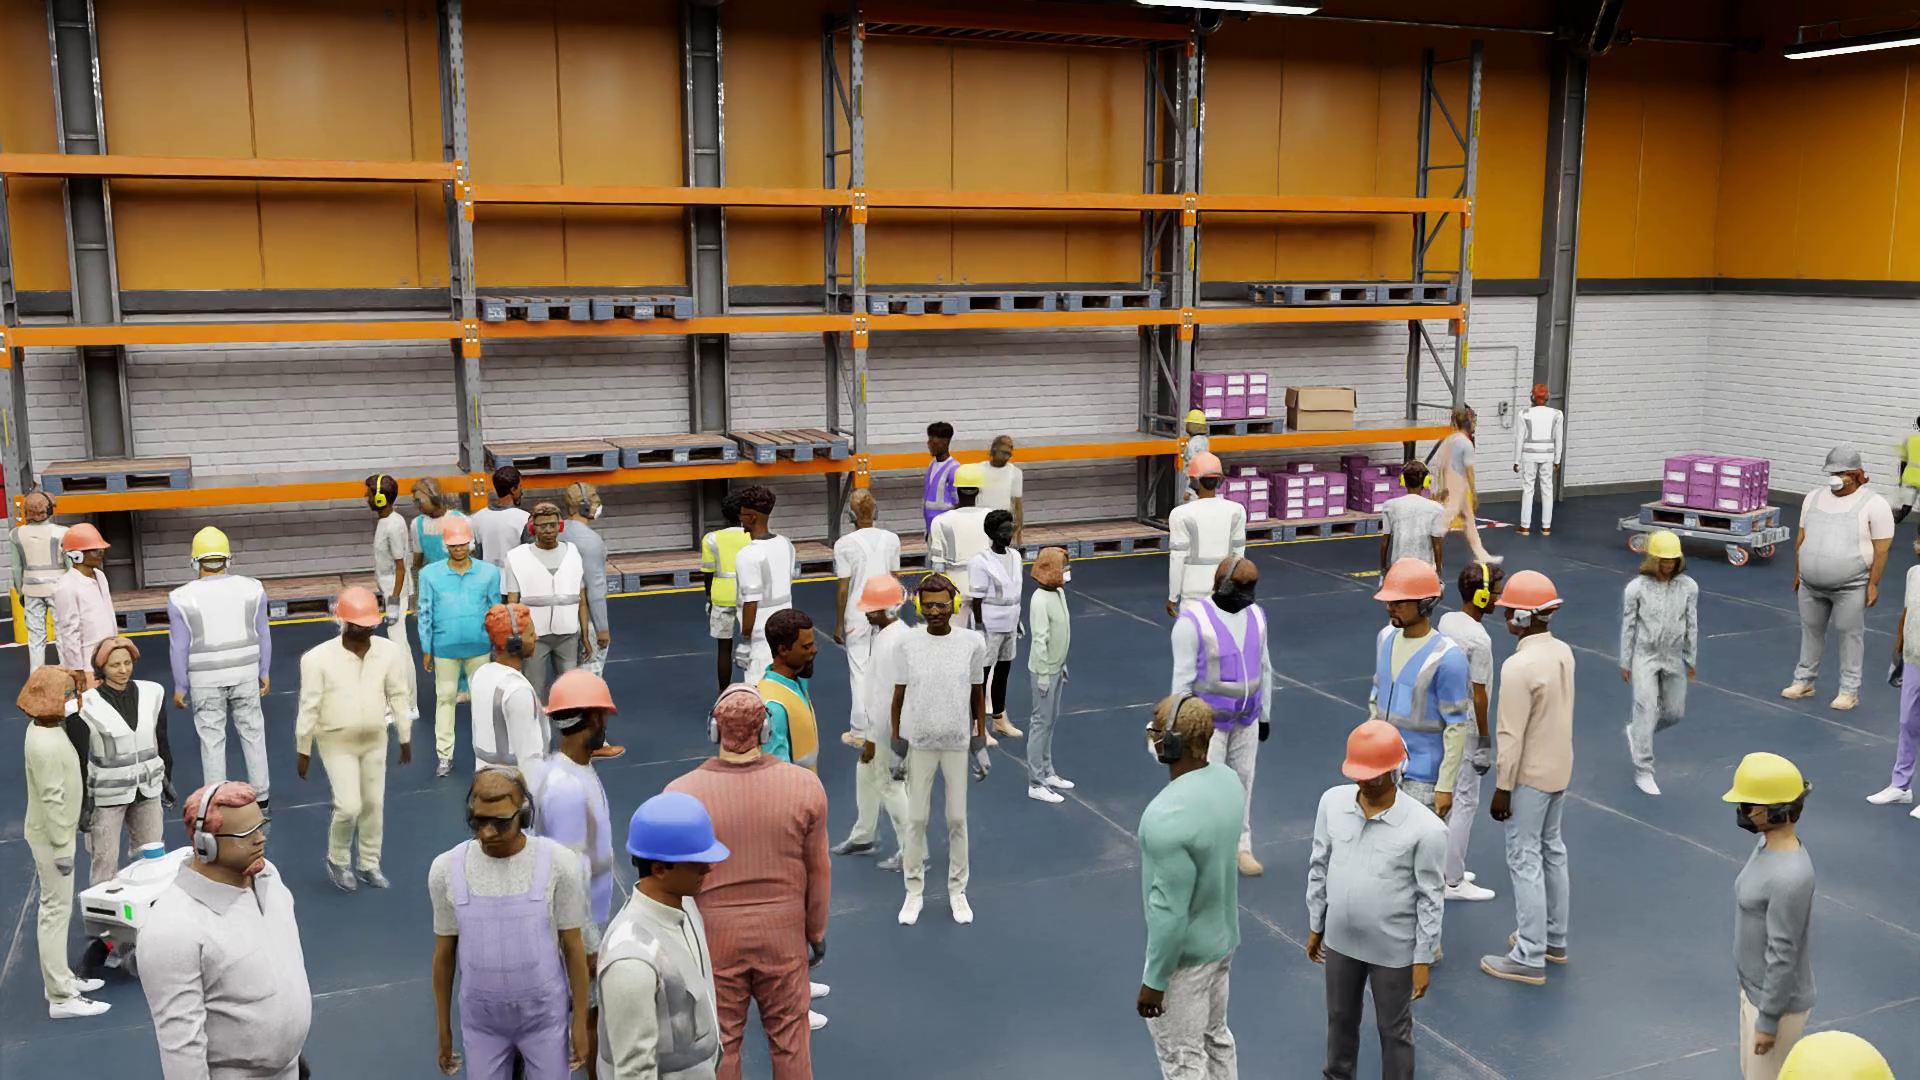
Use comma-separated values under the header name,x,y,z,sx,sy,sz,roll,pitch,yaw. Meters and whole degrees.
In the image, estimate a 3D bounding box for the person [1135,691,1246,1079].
name,x,y,z,sx,sy,sz,roll,pitch,yaw
person,0.825,1.500,6.065,0.369,1.938,0.630,6,12,31

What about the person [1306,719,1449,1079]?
name,x,y,z,sx,sy,sz,roll,pitch,yaw
person,1.575,1.533,6.419,0.563,1.746,0.337,9,13,42

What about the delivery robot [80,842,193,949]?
name,x,y,z,sx,sy,sz,roll,pitch,yaw
delivery robot,-4.014,1.755,8.311,0.477,0.478,0.707,3,10,18

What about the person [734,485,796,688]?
name,x,y,z,sx,sy,sz,roll,pitch,yaw
person,-1.314,0.610,11.110,0.373,1.966,0.607,4,11,23

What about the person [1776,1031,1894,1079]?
name,x,y,z,sx,sy,sz,roll,pitch,yaw
person,1.738,1.956,3.622,0.624,1.874,0.721,2,10,14

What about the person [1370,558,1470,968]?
name,x,y,z,sx,sy,sz,roll,pitch,yaw
person,2.180,1.092,8.112,0.396,2.042,0.611,-4,11,-23

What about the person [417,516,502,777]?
name,x,y,z,sx,sy,sz,roll,pitch,yaw
person,-3.343,0.704,11.180,0.563,1.753,0.327,-4,11,-22

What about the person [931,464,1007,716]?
name,x,y,z,sx,sy,sz,roll,pitch,yaw
person,0.061,0.386,12.515,0.587,1.928,0.363,-3,10,-15

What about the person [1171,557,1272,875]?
name,x,y,z,sx,sy,sz,roll,pitch,yaw
person,1.470,0.995,9.315,0.648,1.825,0.429,-5,11,-29

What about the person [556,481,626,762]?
name,x,y,z,sx,sy,sz,roll,pitch,yaw
person,-2.605,0.556,11.500,0.371,1.940,0.627,-8,13,-38

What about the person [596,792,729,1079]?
name,x,y,z,sx,sy,sz,roll,pitch,yaw
person,-0.878,1.689,4.975,0.416,1.941,0.608,1,10,4

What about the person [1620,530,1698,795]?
name,x,y,z,sx,sy,sz,roll,pitch,yaw
person,4.539,0.764,10.915,0.496,1.723,0.573,-1,10,-6

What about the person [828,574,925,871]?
name,x,y,z,sx,sy,sz,roll,pitch,yaw
person,-0.489,1.032,9.401,0.644,1.716,0.602,0,10,2

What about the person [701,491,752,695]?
name,x,y,z,sx,sy,sz,roll,pitch,yaw
person,-1.698,0.471,12.688,0.535,1.697,0.322,0,10,1

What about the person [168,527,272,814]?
name,x,y,z,sx,sy,sz,roll,pitch,yaw
person,-4.545,0.827,10.242,0.587,1.835,0.404,-8,12,-37

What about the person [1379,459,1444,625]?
name,x,y,z,sx,sy,sz,roll,pitch,yaw
person,3.618,0.282,13.320,0.509,1.860,0.333,6,11,29

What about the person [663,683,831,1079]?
name,x,y,z,sx,sy,sz,roll,pitch,yaw
person,-0.807,1.478,6.282,0.641,1.910,0.401,-2,10,-11

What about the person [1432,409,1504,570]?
name,x,y,z,sx,sy,sz,roll,pitch,yaw
person,5.511,-0.543,18.255,0.992,1.793,0.526,-1,10,-4

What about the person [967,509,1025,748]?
name,x,y,z,sx,sy,sz,roll,pitch,yaw
person,0.265,0.616,11.853,0.321,1.697,0.529,8,13,40

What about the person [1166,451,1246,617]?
name,x,y,z,sx,sy,sz,roll,pitch,yaw
person,1.806,0.361,12.322,0.608,2.045,0.369,-3,10,-18

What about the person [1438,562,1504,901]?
name,x,y,z,sx,sy,sz,roll,pitch,yaw
person,2.742,1.033,9.010,0.338,1.857,0.525,-2,10,-10

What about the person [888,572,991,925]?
name,x,y,z,sx,sy,sz,roll,pitch,yaw
person,-0.107,1.083,8.668,0.538,1.869,0.313,0,10,-2

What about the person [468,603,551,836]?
name,x,y,z,sx,sy,sz,roll,pitch,yaw
person,-2.087,1.223,7.819,0.354,1.883,0.573,-8,12,-38

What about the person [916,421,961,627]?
name,x,y,z,sx,sy,sz,roll,pitch,yaw
person,-0.164,-0.117,15.304,0.361,1.964,0.613,-5,11,-26

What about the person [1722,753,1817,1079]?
name,x,y,z,sx,sy,sz,roll,pitch,yaw
person,2.854,1.616,5.932,0.344,1.756,0.532,3,10,19

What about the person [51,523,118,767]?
name,x,y,z,sx,sy,sz,roll,pitch,yaw
person,-5.664,0.757,10.866,0.321,1.755,0.573,-1,10,-5

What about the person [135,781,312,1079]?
name,x,y,z,sx,sy,sz,roll,pitch,yaw
person,-2.218,1.671,5.171,0.410,1.909,0.642,1,10,4

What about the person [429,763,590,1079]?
name,x,y,z,sx,sy,sz,roll,pitch,yaw
person,-1.511,1.630,5.622,0.511,1.837,0.351,-1,10,-4

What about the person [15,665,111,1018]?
name,x,y,z,sx,sy,sz,roll,pitch,yaw
person,-4.150,1.374,7.672,0.286,1.632,0.501,-5,11,-28

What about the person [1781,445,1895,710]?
name,x,y,z,sx,sy,sz,roll,pitch,yaw
person,6.725,0.278,12.811,0.536,2.000,0.688,-7,12,-34

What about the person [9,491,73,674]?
name,x,y,z,sx,sy,sz,roll,pitch,yaw
person,-7.170,0.431,13.086,0.510,1.640,0.308,0,10,-2

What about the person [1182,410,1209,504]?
name,x,y,z,sx,sy,sz,roll,pitch,yaw
person,2.630,-0.597,18.705,0.293,1.744,0.492,5,11,26

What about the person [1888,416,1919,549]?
name,x,y,z,sx,sy,sz,roll,pitch,yaw
person,11.146,-0.679,19.384,0.751,1.673,0.540,-5,11,-26

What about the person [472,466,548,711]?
name,x,y,z,sx,sy,sz,roll,pitch,yaw
person,-3.371,0.399,12.466,0.593,1.920,0.391,5,11,26

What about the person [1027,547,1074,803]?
name,x,y,z,sx,sy,sz,roll,pitch,yaw
person,0.584,0.849,10.693,0.283,1.633,0.497,3,10,17

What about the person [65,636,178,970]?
name,x,y,z,sx,sy,sz,roll,pitch,yaw
person,-4.134,1.273,8.232,0.310,1.638,0.522,6,12,32

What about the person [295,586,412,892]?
name,x,y,z,sx,sy,sz,roll,pitch,yaw
person,-3.269,1.093,9.019,0.626,1.724,0.454,-10,14,-44

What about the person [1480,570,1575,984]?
name,x,y,z,sx,sy,sz,roll,pitch,yaw
person,2.766,1.129,8.106,0.434,1.981,0.635,9,13,40

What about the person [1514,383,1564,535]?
name,x,y,z,sx,sy,sz,roll,pitch,yaw
person,7.145,-0.993,20.579,0.573,1.887,0.356,1,10,6

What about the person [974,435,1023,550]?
name,x,y,z,sx,sy,sz,roll,pitch,yaw
person,0.320,-0.110,15.738,0.539,1.798,0.542,0,10,-3

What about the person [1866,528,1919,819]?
name,x,y,z,sx,sy,sz,roll,pitch,yaw
person,6.008,0.798,10.330,0.331,1.865,0.519,-3,10,-19

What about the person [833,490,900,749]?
name,x,y,z,sx,sy,sz,roll,pitch,yaw
person,-0.660,0.562,11.759,0.507,1.838,0.351,-5,11,-29

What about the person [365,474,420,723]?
name,x,y,z,sx,sy,sz,roll,pitch,yaw
person,-4.251,0.434,12.420,0.327,1.867,0.518,-4,11,-22

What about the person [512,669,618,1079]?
name,x,y,z,sx,sy,sz,roll,pitch,yaw
person,-1.561,1.457,6.444,0.788,1.896,0.627,-1,10,-4

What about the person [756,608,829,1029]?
name,x,y,z,sx,sy,sz,roll,pitch,yaw
person,-0.798,1.248,7.575,0.379,1.917,0.597,0,10,-2

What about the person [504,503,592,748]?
name,x,y,z,sx,sy,sz,roll,pitch,yaw
person,-2.763,0.655,11.200,0.565,1.846,0.390,-6,11,-30

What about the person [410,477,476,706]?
name,x,y,z,sx,sy,sz,roll,pitch,yaw
person,-3.920,0.404,12.764,0.562,1.803,0.448,2,10,12
